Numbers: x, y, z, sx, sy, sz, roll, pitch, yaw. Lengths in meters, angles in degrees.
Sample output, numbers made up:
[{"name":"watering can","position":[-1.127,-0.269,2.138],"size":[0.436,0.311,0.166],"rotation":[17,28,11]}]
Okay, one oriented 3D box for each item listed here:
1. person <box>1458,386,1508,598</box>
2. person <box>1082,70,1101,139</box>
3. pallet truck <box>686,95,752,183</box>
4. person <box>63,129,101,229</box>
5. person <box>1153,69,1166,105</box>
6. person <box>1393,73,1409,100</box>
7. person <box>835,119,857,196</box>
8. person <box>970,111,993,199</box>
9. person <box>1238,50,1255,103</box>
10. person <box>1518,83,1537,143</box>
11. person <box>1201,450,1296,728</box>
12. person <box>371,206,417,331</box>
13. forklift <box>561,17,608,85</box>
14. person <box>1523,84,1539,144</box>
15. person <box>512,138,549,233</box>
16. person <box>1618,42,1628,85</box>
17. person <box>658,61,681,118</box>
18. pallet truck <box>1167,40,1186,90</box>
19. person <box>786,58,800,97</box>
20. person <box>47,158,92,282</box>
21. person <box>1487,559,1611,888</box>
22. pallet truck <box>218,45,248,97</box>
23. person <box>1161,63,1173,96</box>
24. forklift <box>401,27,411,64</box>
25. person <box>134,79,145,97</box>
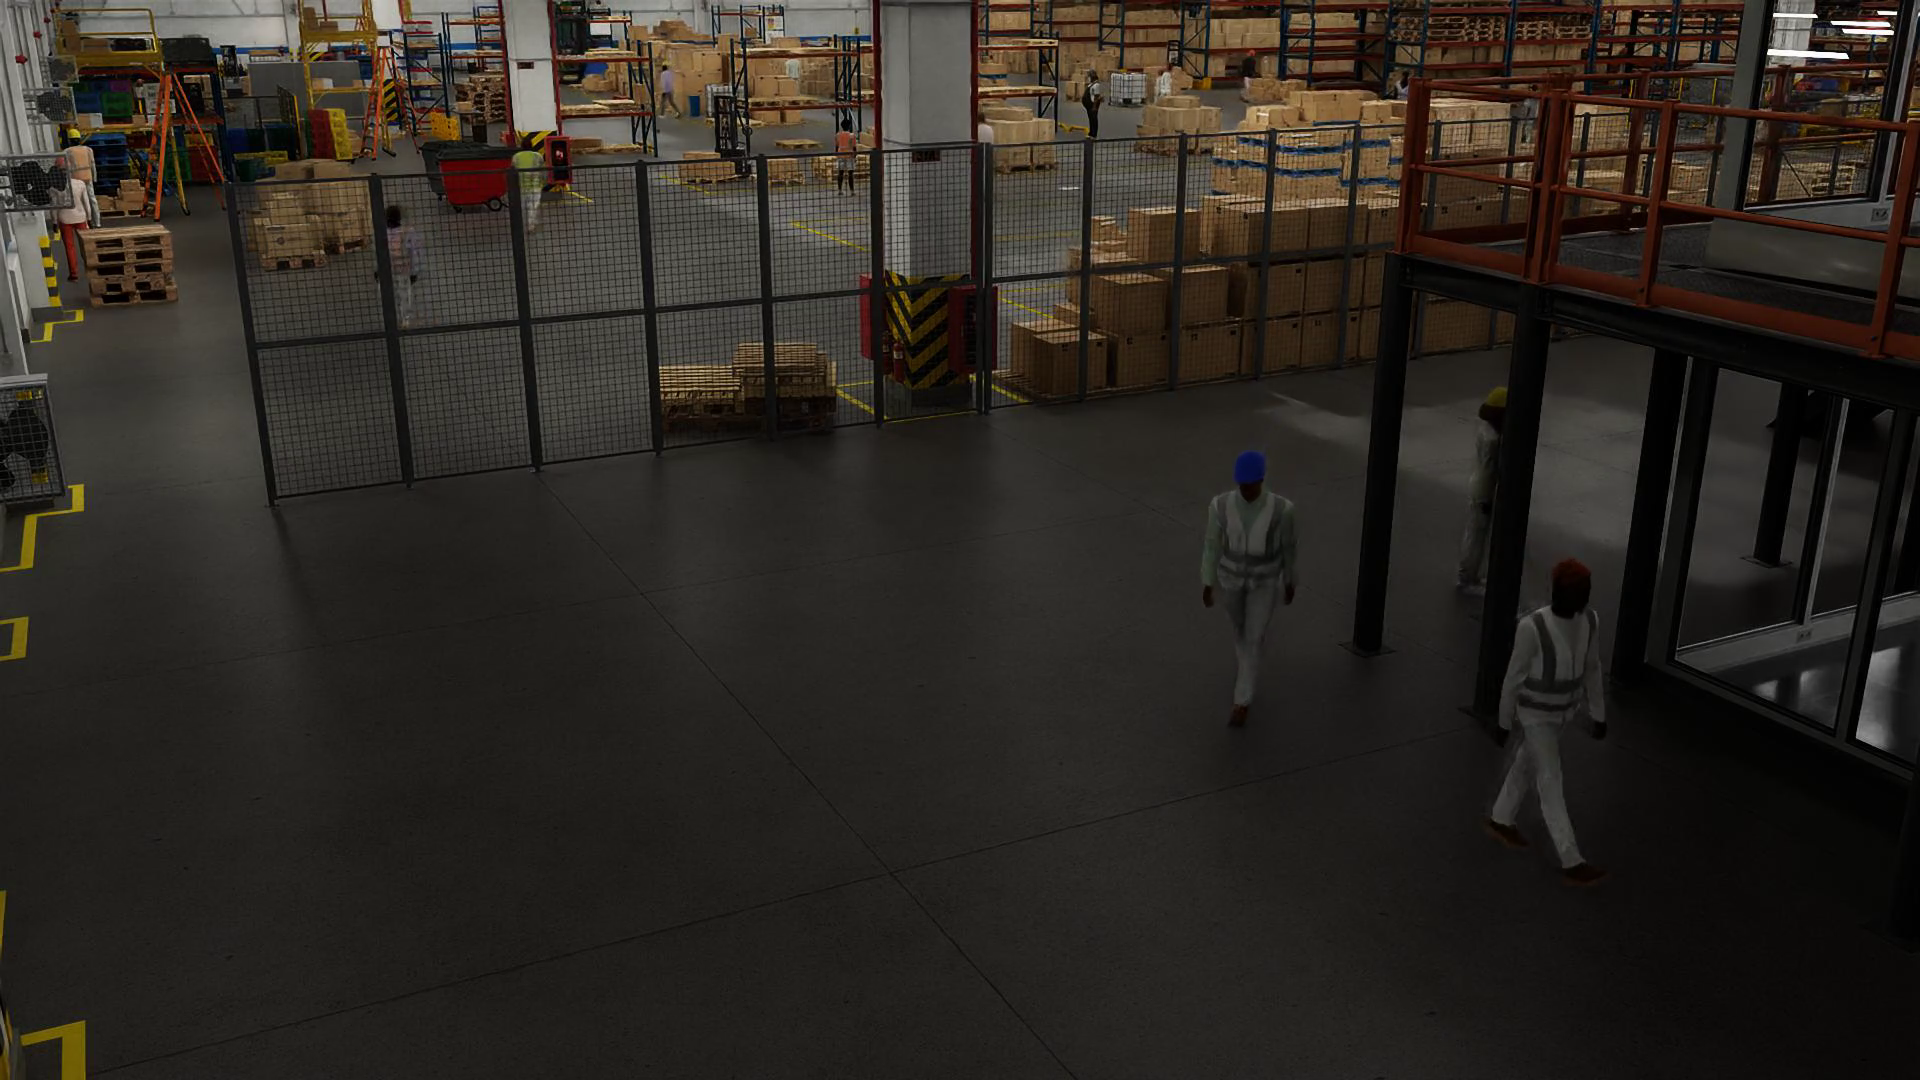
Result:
[{"name":"person","position":[4.302,-0.401,13.551],"size":[0.319,1.743,0.491],"rotation":[5,20,15]},{"name":"person","position":[3.899,-12.933,49.428],"size":[0.538,2.000,0.684],"rotation":[-3,19,-8]},{"name":"pallet truck","position":[-5.836,-9.608,39.856],"size":[0.823,1.965,1.885],"rotation":[10,22,27]},{"name":"person","position":[-17.219,-7.068,32.597],"size":[0.366,1.926,0.594],"rotation":[14,24,35]},{"name":"person","position":[6.921,-15.240,56.766],"size":[0.785,1.599,0.525],"rotation":[-3,19,-9]},{"name":"person","position":[13.690,-13.485,51.353],"size":[0.623,1.842,0.899],"rotation":[10,22,27]},{"name":"person","position":[-2.566,-8.615,37.447],"size":[0.533,1.690,0.321],"rotation":[6,20,16]},{"name":"person","position":[0.461,-8.485,36.729],"size":[0.633,1.918,0.779],"rotation":[-9,21,-25]},{"name":"person","position":[10.844,-17.555,62.957],"size":[0.666,1.958,0.674],"rotation":[-17,25,-39]},{"name":"person","position":[16.117,-12.137,47.307],"size":[0.565,1.912,0.660],"rotation":[-10,22,-27]},{"name":"person","position":[1.983,0.253,11.448],"size":[0.625,1.886,1.052],"rotation":[7,20,20]},{"name":"person","position":[-7.828,-3.694,22.998],"size":[0.639,1.808,0.766],"rotation":[-2,19,-5]},{"name":"forklift","position":[-16.387,-21.270,72.327],"size":[1.873,2.768,1.129],"rotation":[-9,21,-25]},{"name":"person","position":[15.683,-11.592,45.799],"size":[0.329,1.872,0.508],"rotation":[18,26,41]},{"name":"person","position":[-8.318,-6.867,32.225],"size":[0.625,1.800,0.961],"rotation":[2,19,6]},{"name":"person","position":[28.787,-20.596,71.942],"size":[0.430,1.845,0.620],"rotation":[-14,23,-34]},{"name":"person","position":[-9.905,-15.317,56.586],"size":[0.871,1.887,0.594],"rotation":[10,22,28]},{"name":"pallet truck","position":[9.045,-19.971,69.895],"size":[0.823,1.965,1.885],"rotation":[-3,19,-8]},{"name":"person","position":[-6.221,-17.165,61.852],"size":[0.372,1.940,0.632],"rotation":[18,26,42]},{"name":"person","position":[-14.503,-5.221,27.142],"size":[0.622,1.992,0.395],"rotation":[-18,26,-41]},{"name":"person","position":[3.384,1.011,9.307],"size":[0.610,1.835,0.955],"rotation":[-11,22,-29]},{"name":"pallet truck","position":[-28.879,-18.665,66.111],"size":[0.823,1.965,1.885],"rotation":[-3,19,-9]},{"name":"person","position":[7.007,-15.073,55.895],"size":[0.579,1.861,0.577],"rotation":[-2,19,-5]},{"name":"forklift","position":[-20.467,-17.234,60.629],"size":[1.873,2.768,1.129],"rotation":[15,24,36]},{"name":"person","position":[-25.271,-13.410,51.432],"size":[0.516,1.633,0.314],"rotation":[7,20,21]}]
